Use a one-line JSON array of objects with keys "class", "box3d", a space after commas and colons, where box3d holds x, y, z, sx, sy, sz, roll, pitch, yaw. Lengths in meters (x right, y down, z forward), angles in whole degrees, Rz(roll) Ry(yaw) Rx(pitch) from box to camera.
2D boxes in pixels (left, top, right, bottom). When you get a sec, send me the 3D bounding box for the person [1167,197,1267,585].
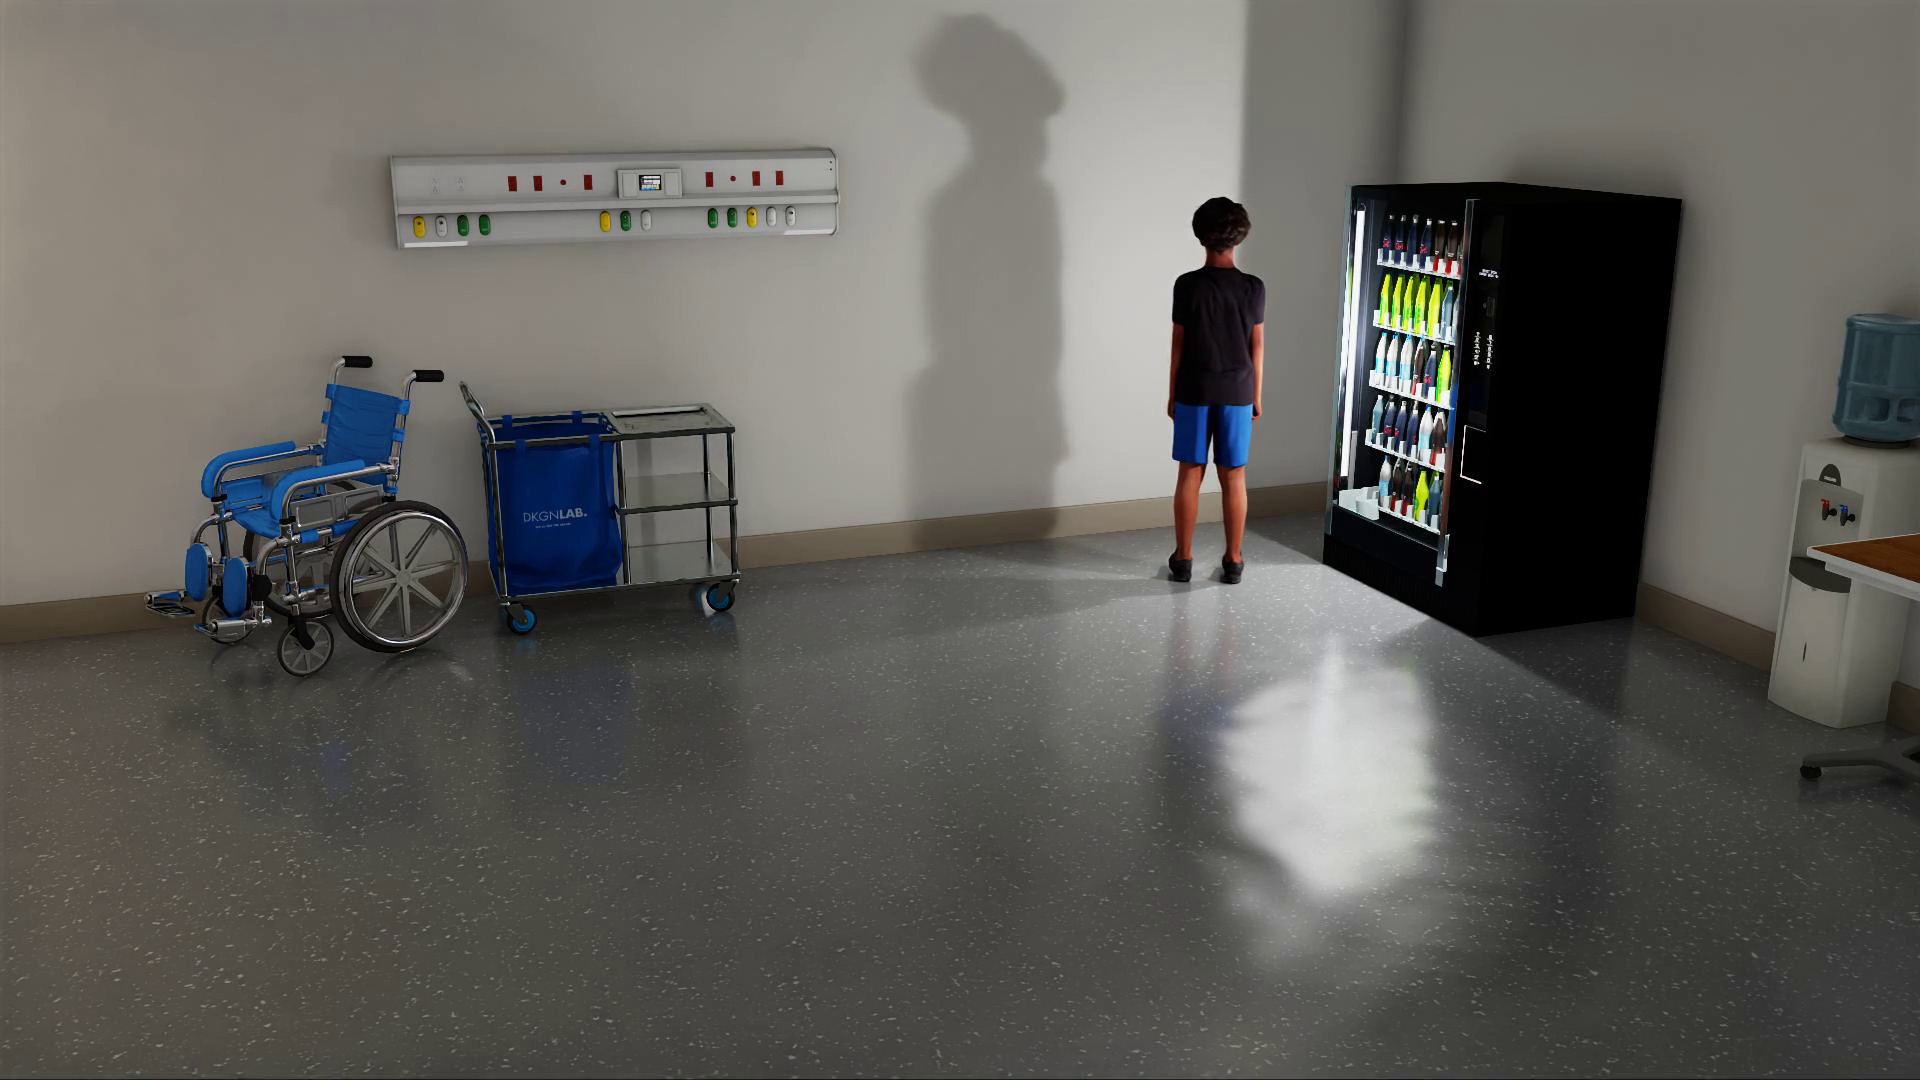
[{"class": "person", "box3d": [1.187, -0.688, 7.756, 0.677, 1.794, 0.685, 2, 16, 5]}]
